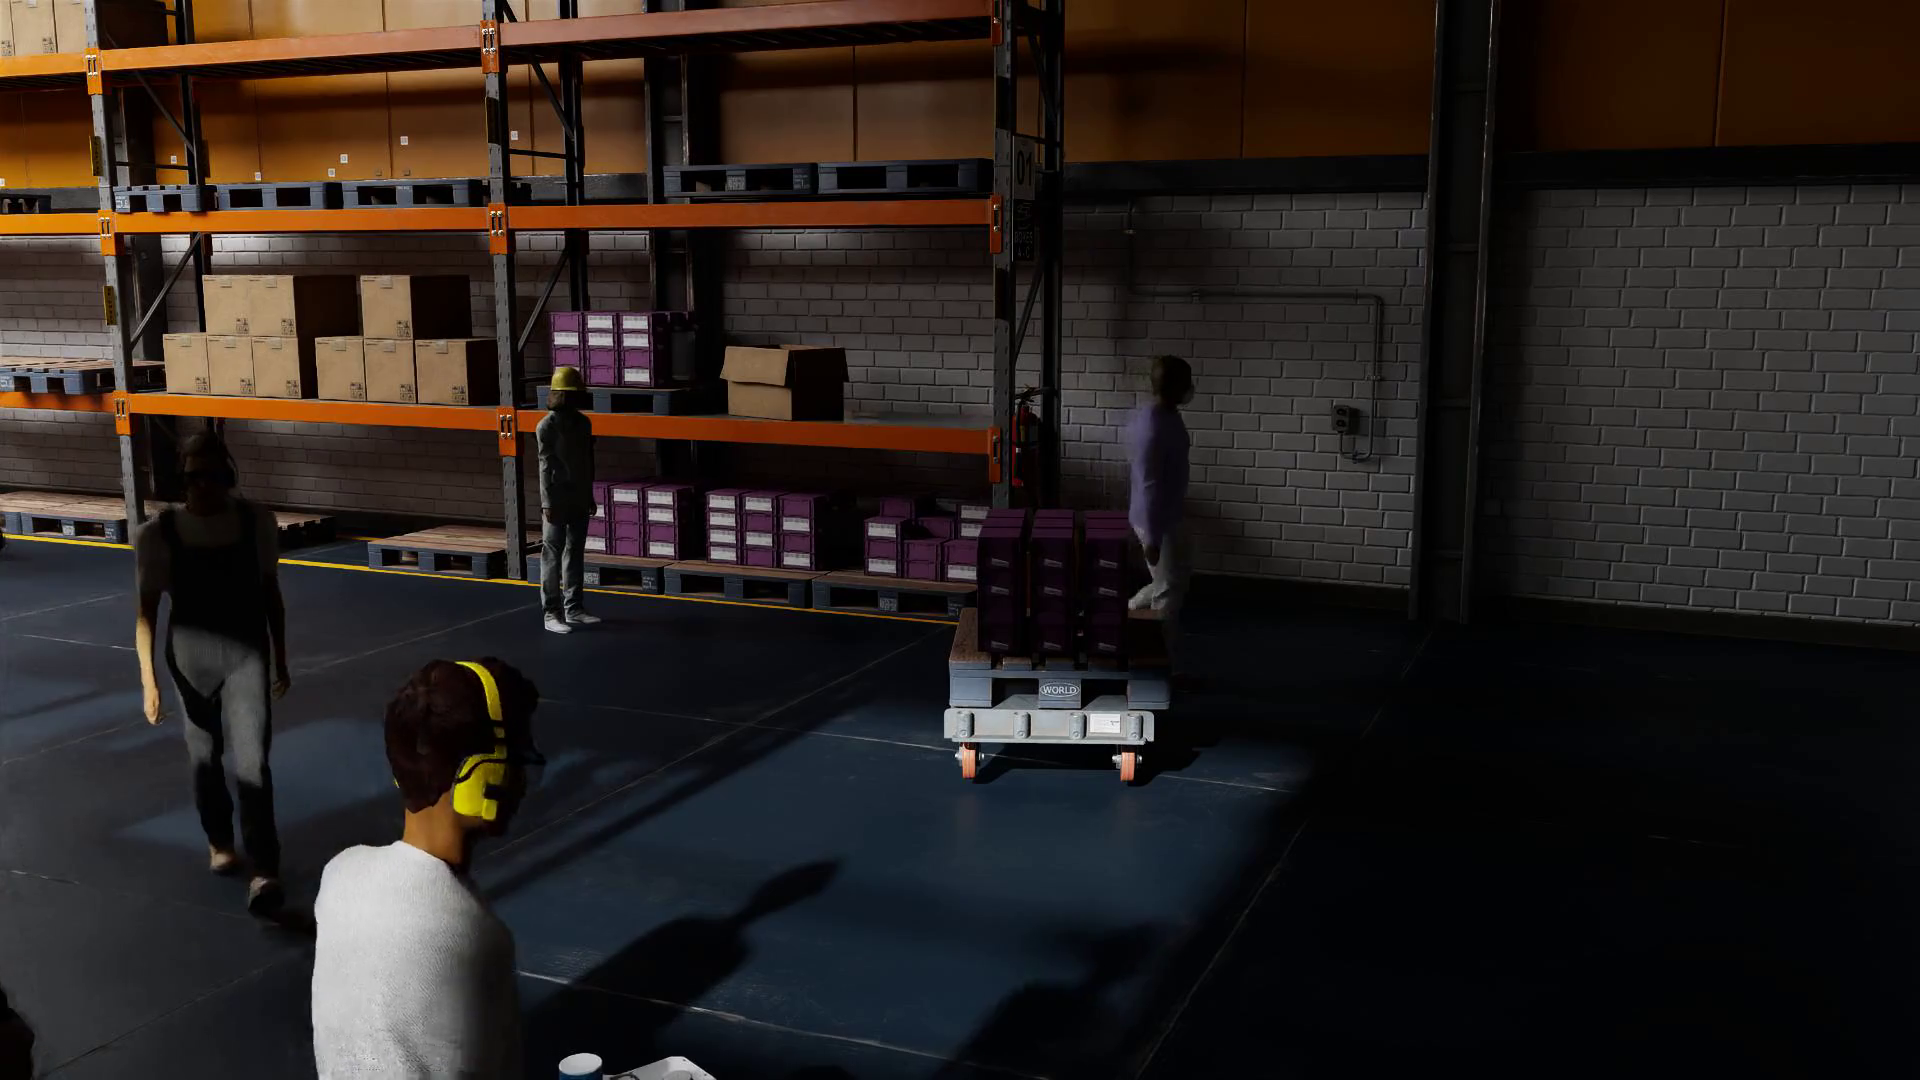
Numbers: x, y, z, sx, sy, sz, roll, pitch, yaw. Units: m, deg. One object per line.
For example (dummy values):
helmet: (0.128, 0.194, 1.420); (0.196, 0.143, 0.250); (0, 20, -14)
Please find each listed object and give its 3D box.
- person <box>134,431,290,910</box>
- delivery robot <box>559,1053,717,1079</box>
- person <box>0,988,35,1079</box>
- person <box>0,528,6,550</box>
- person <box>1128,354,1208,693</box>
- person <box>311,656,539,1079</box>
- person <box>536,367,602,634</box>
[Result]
person: (-2.813, 0.487, 6.295); (0.532, 1.788, 0.979); (-5, 11, -28)
delivery robot: (-0.884, 1.455, 3.918); (0.707, 0.478, 0.477); (-8, 12, -40)
person: (-3.019, 0.697, 4.624); (0.749, 1.940, 0.604); (5, 11, 27)
person: (-8.276, -0.794, 13.401); (0.844, 1.991, 0.702); (1, 10, 4)
person: (1.079, -0.086, 9.344); (0.604, 1.925, 0.651); (2, 10, 14)
person: (-0.772, 1.079, 2.622); (0.548, 1.826, 0.837); (7, 12, 37)
person: (-2.569, -0.270, 10.977); (0.313, 1.744, 0.487); (5, 11, 27)
